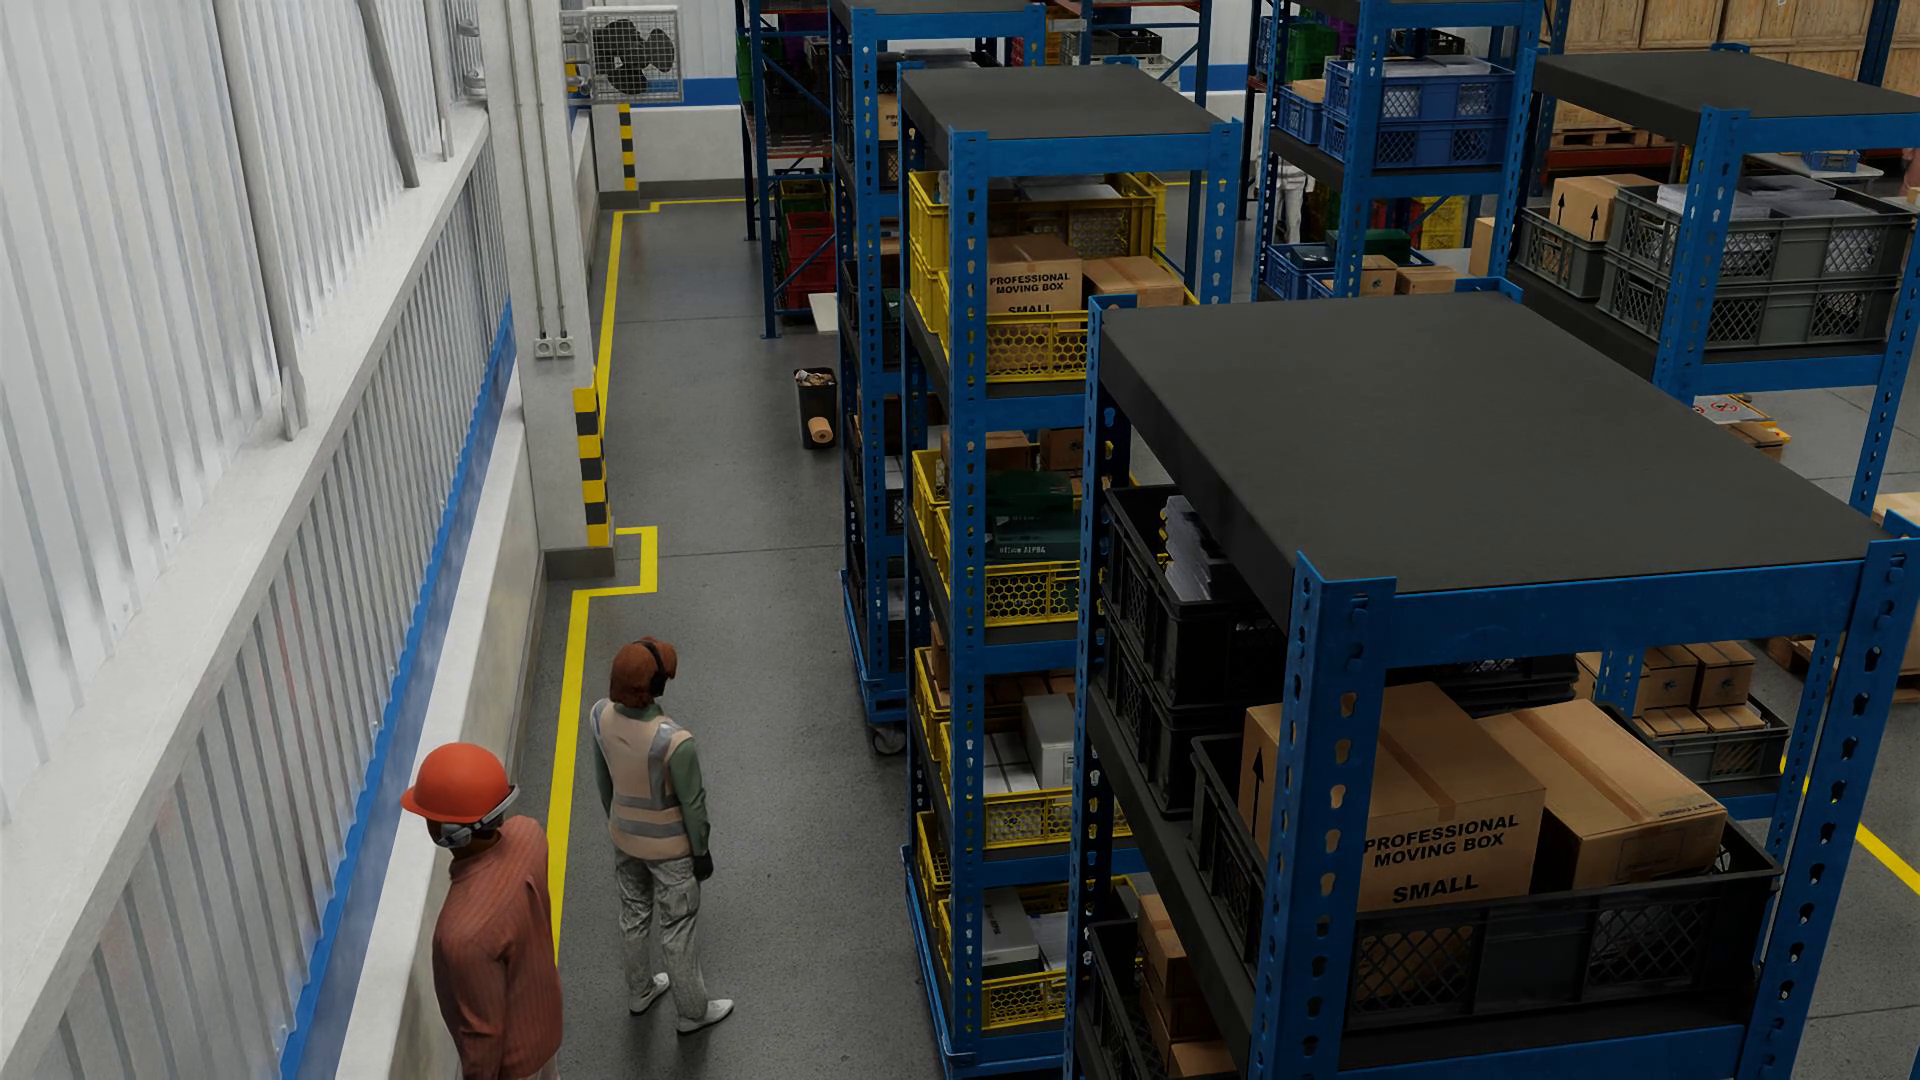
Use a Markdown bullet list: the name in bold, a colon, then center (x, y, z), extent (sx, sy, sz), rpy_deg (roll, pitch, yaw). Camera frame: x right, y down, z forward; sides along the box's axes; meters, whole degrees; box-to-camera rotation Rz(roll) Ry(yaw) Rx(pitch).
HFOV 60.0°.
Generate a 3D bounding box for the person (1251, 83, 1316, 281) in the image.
- **person**: center (3.041, -3.332, 15.593), extent (0.584, 1.881, 0.337), rpy_deg (11, 27, 22)

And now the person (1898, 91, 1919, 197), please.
- **person**: center (9.834, -3.876, 16.757), extent (0.642, 1.903, 0.399), rpy_deg (1, 25, 2)

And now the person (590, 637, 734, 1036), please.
- **person**: center (-1.133, 1.117, 6.213), extent (0.511, 1.638, 0.308), rpy_deg (15, 29, 30)

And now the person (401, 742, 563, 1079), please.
- **person**: center (-1.377, 1.480, 5.000), extent (0.379, 1.996, 0.611), rpy_deg (1, 25, 3)

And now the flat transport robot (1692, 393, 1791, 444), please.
- **flat transport robot**: center (5.224, -0.859, 12.132), extent (1.431, 0.197, 0.652), rpy_deg (-4, 25, -8)

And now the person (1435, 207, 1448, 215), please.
- **person**: center (4.899, -4.304, 17.659), extent (0.586, 1.922, 0.642), rpy_deg (-2, 25, -4)
